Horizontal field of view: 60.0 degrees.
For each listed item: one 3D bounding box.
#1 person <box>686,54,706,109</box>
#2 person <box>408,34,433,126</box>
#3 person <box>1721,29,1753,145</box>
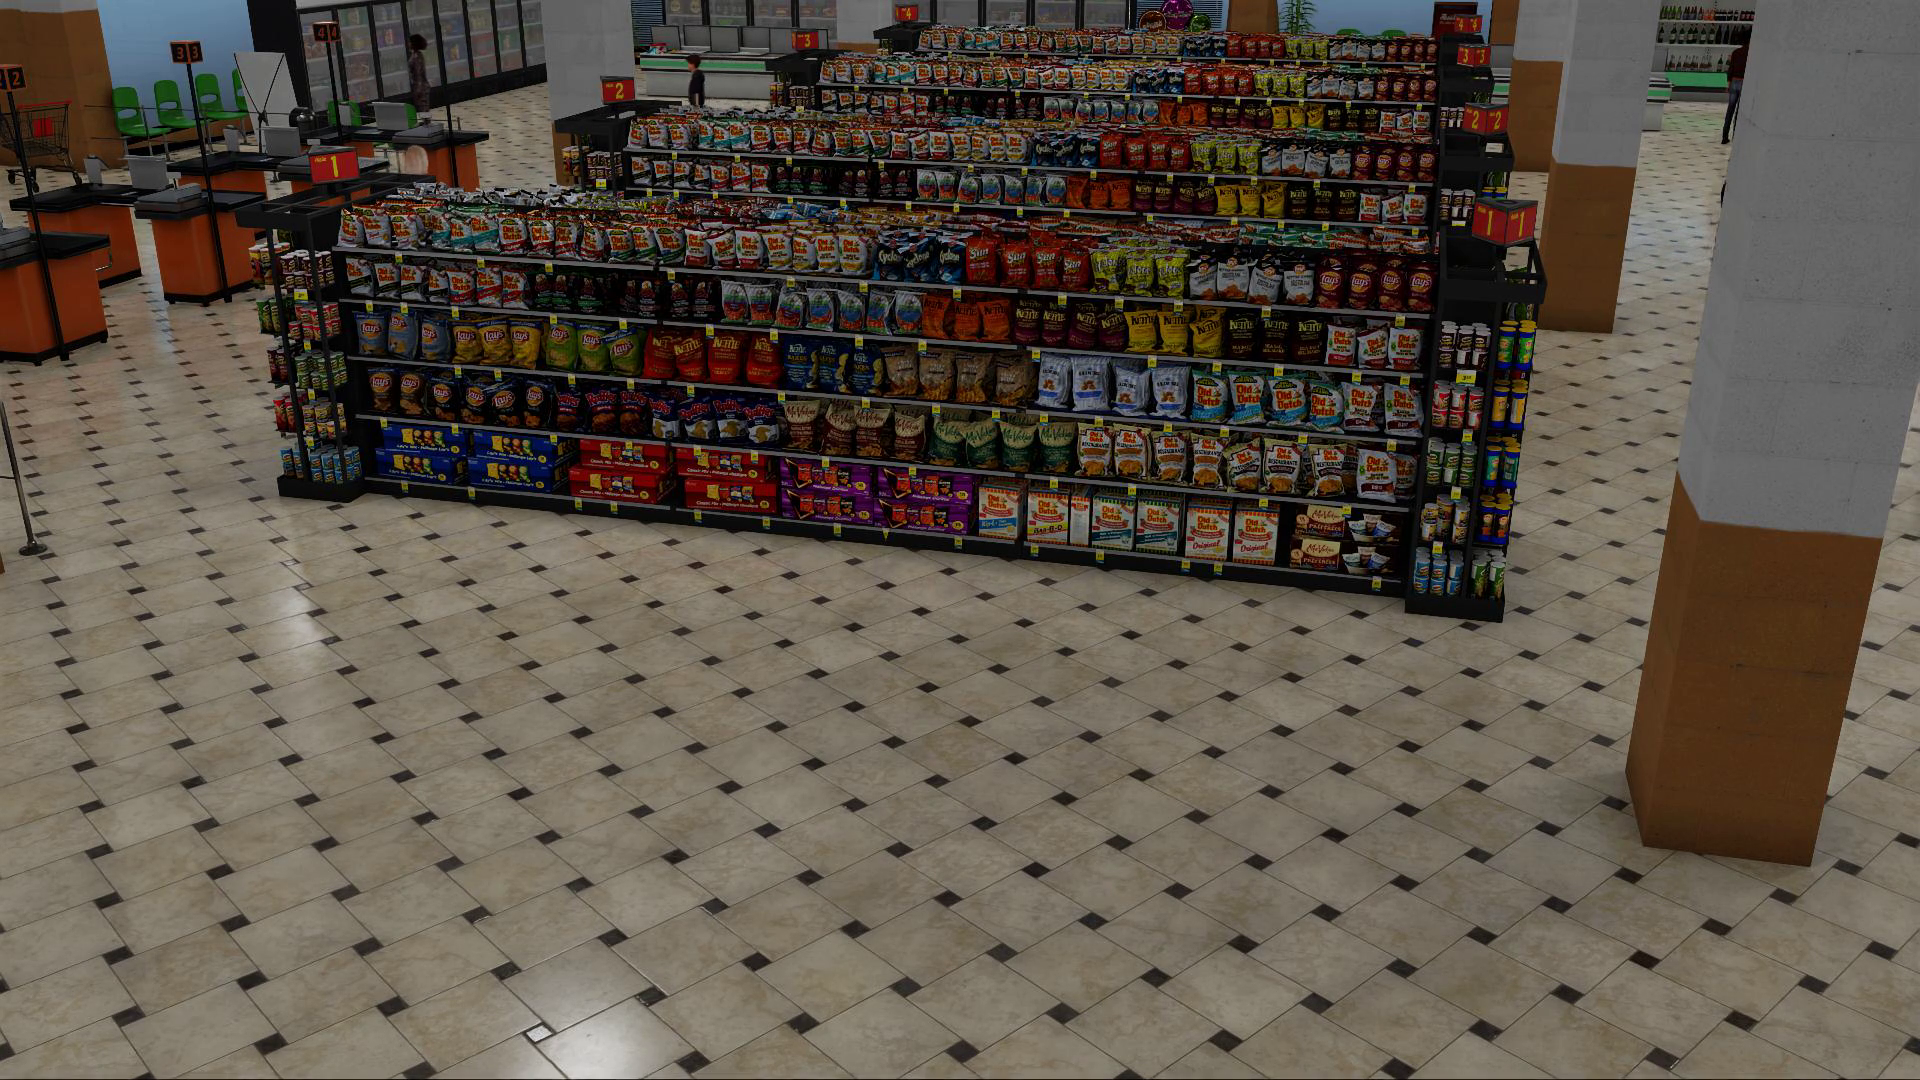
[{"bbox_3d":[-4.053,-6.803,25.874,0.757,1.435,0.637,0,22,-1],"label":"person"},{"bbox_3d":[-8.464,-7.076,26.181,0.694,1.713,0.666,-5,22,-12],"label":"person"},{"bbox_3d":[12.357,-7.170,26.323,0.776,1.782,0.677,-16,27,-35],"label":"person"}]
